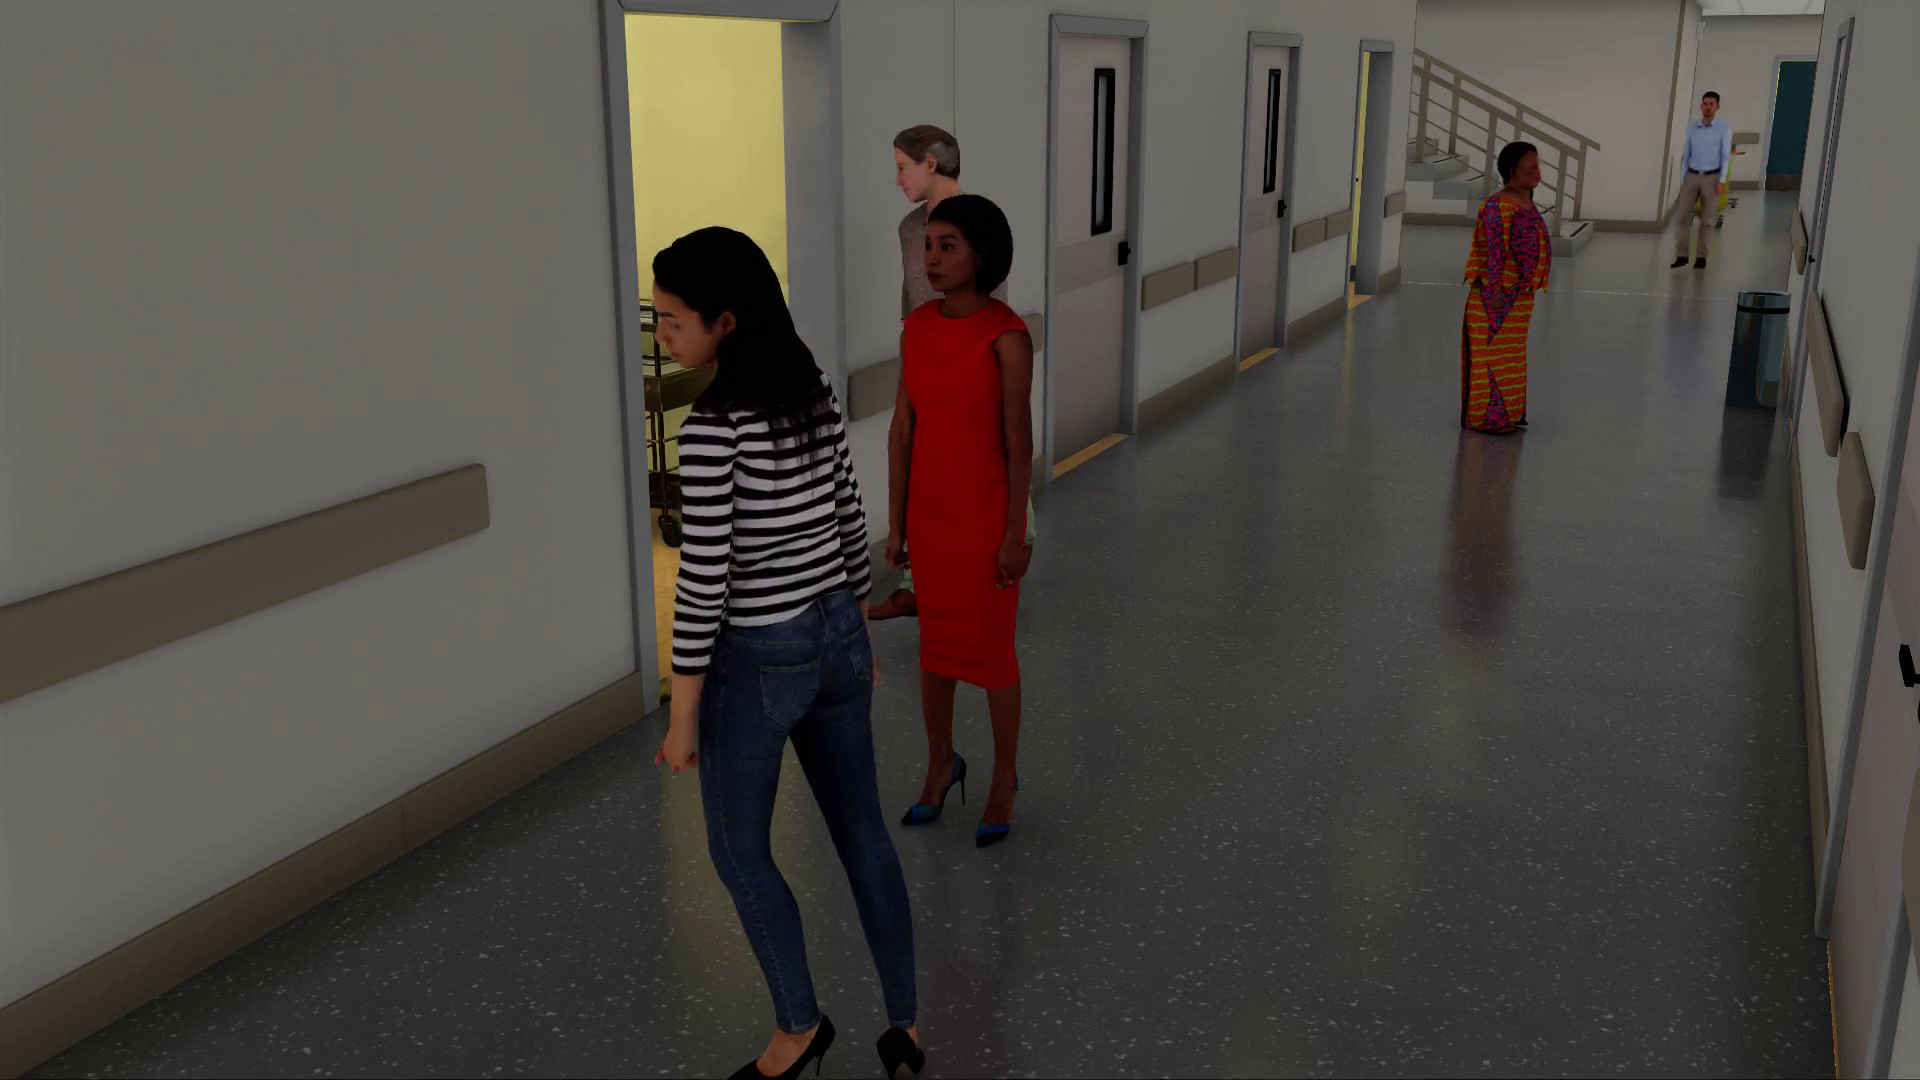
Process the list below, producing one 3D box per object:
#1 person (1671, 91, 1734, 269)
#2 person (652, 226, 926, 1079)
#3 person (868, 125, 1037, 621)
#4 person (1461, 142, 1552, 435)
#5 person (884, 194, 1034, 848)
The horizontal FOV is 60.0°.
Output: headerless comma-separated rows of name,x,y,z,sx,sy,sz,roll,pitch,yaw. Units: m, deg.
person,7.870,-3.771,17.546,0.755,1.821,0.785,11,19,33
person,-0.308,0.295,3.231,0.654,1.762,0.697,15,21,42
person,0.058,-0.625,6.400,1.271,1.815,0.938,10,19,31
person,3.193,-1.480,9.667,0.695,1.687,0.682,10,19,33
person,0.019,-0.037,4.444,0.496,1.743,0.670,11,19,34
